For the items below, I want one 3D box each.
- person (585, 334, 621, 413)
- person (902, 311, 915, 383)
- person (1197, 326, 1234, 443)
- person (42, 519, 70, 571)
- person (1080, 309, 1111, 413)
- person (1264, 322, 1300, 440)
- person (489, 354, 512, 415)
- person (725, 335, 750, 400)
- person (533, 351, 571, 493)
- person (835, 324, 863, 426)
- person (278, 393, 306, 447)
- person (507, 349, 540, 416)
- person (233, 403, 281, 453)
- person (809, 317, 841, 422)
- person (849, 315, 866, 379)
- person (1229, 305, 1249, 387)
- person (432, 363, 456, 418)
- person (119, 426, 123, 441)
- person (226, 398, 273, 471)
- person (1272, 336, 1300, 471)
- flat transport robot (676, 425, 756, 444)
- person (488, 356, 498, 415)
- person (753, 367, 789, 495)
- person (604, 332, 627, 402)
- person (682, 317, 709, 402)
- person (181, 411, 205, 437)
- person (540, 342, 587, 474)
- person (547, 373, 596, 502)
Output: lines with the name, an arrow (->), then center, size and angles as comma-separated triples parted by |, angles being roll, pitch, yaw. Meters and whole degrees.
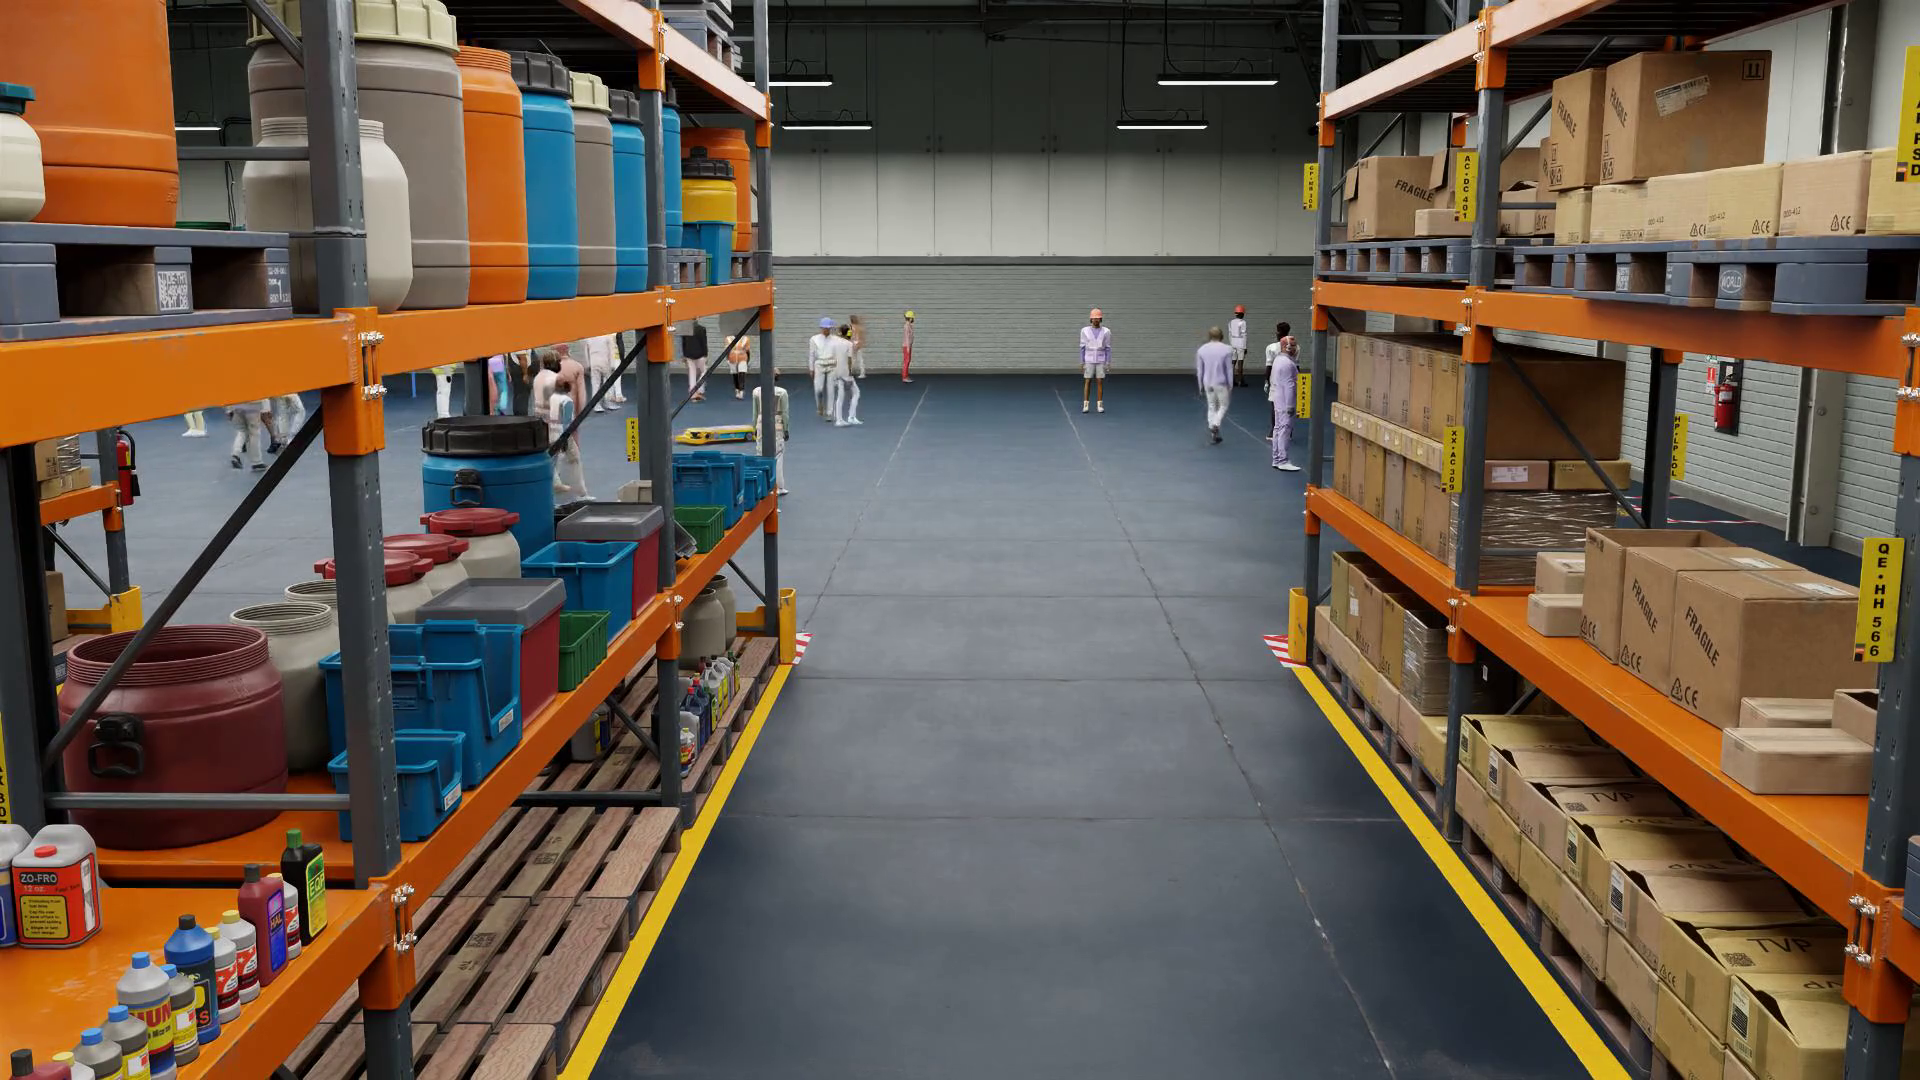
person -> -7.057, -3.490, 33.001 | 0.673, 1.881, 0.785 | 2, 10, 15
person -> -1.260, -4.772, 41.083 | 0.337, 1.757, 0.518 | 0, 9, 2
person -> 4.149, -2.526, 27.132 | 0.650, 1.918, 0.506 | 6, 11, 31
person -> -7.659, -0.278, 13.679 | 0.390, 1.919, 0.591 | 8, 12, 39
person -> 2.670, -3.536, 32.813 | 0.605, 2.045, 0.379 | 0, 9, 0
person -> 5.360, -2.645, 27.707 | 0.613, 1.965, 0.361 | -2, 10, -10
person -> -8.609, -3.093, 30.834 | 0.572, 1.819, 0.457 | -2, 10, -9
person -> -4.806, -3.886, 36.063 | 0.521, 1.653, 0.836 | 0, 9, 2
person -> -5.228, -1.492, 21.219 | 0.516, 1.827, 0.638 | -7, 12, -38
person -> -2.012, -2.982, 30.105 | 0.645, 1.838, 0.550 | -8, 12, -40
person -> -10.727, -2.352, 26.664 | 0.527, 1.726, 0.489 | -7, 12, -37
person -> -7.688, -2.934, 29.345 | 0.537, 2.000, 0.678 | -5, 11, -29
person -> -10.966, -2.293, 25.853 | 0.992, 1.892, 0.533 | 7, 12, 35
person -> -2.499, -3.183, 31.026 | 0.627, 1.934, 0.427 | -1, 10, -7
person -> -2.745, -4.920, 42.420 | 0.809, 1.599, 0.545 | 5, 11, 29
person -> 6.649, -4.624, 39.651 | 0.355, 1.939, 0.543 | -7, 12, -37
person -> -9.534, -3.087, 30.763 | 0.428, 1.837, 0.630 | -5, 11, -28
person -> -12.290, -1.968, 24.065 | 0.524, 1.834, 0.400 | -3, 10, -17
person -> -10.068, -1.873, 23.523 | 0.619, 1.821, 0.442 | 3, 10, 16
person -> 4.672, -1.946, 23.732 | 0.401, 1.904, 0.653 | -1, 10, -4
flat transport robot -> -3.936, -1.766, 27.639 | 1.431, 0.197, 0.652 | -7, 12, -35
person -> -6.337, -1.746, 22.239 | 0.396, 1.992, 0.623 | -3, 10, -15
person -> -2.415, -1.392, 21.217 | 0.513, 1.630, 0.318 | 4, 10, 21
person -> -7.395, -3.873, 35.443 | 0.636, 1.840, 0.429 | 5, 11, 27
person -> -5.592, -3.913, 35.294 | 0.638, 1.969, 0.501 | 4, 10, 20
person -> -13.087, -2.548, 28.174 | 0.500, 1.615, 0.521 | -4, 10, -24
person -> -5.612, -1.872, 23.461 | 0.674, 1.853, 0.958 | 0, 9, -1
person -> -4.934, -1.236, 20.377 | 0.817, 1.607, 0.517 | -9, 13, -43
